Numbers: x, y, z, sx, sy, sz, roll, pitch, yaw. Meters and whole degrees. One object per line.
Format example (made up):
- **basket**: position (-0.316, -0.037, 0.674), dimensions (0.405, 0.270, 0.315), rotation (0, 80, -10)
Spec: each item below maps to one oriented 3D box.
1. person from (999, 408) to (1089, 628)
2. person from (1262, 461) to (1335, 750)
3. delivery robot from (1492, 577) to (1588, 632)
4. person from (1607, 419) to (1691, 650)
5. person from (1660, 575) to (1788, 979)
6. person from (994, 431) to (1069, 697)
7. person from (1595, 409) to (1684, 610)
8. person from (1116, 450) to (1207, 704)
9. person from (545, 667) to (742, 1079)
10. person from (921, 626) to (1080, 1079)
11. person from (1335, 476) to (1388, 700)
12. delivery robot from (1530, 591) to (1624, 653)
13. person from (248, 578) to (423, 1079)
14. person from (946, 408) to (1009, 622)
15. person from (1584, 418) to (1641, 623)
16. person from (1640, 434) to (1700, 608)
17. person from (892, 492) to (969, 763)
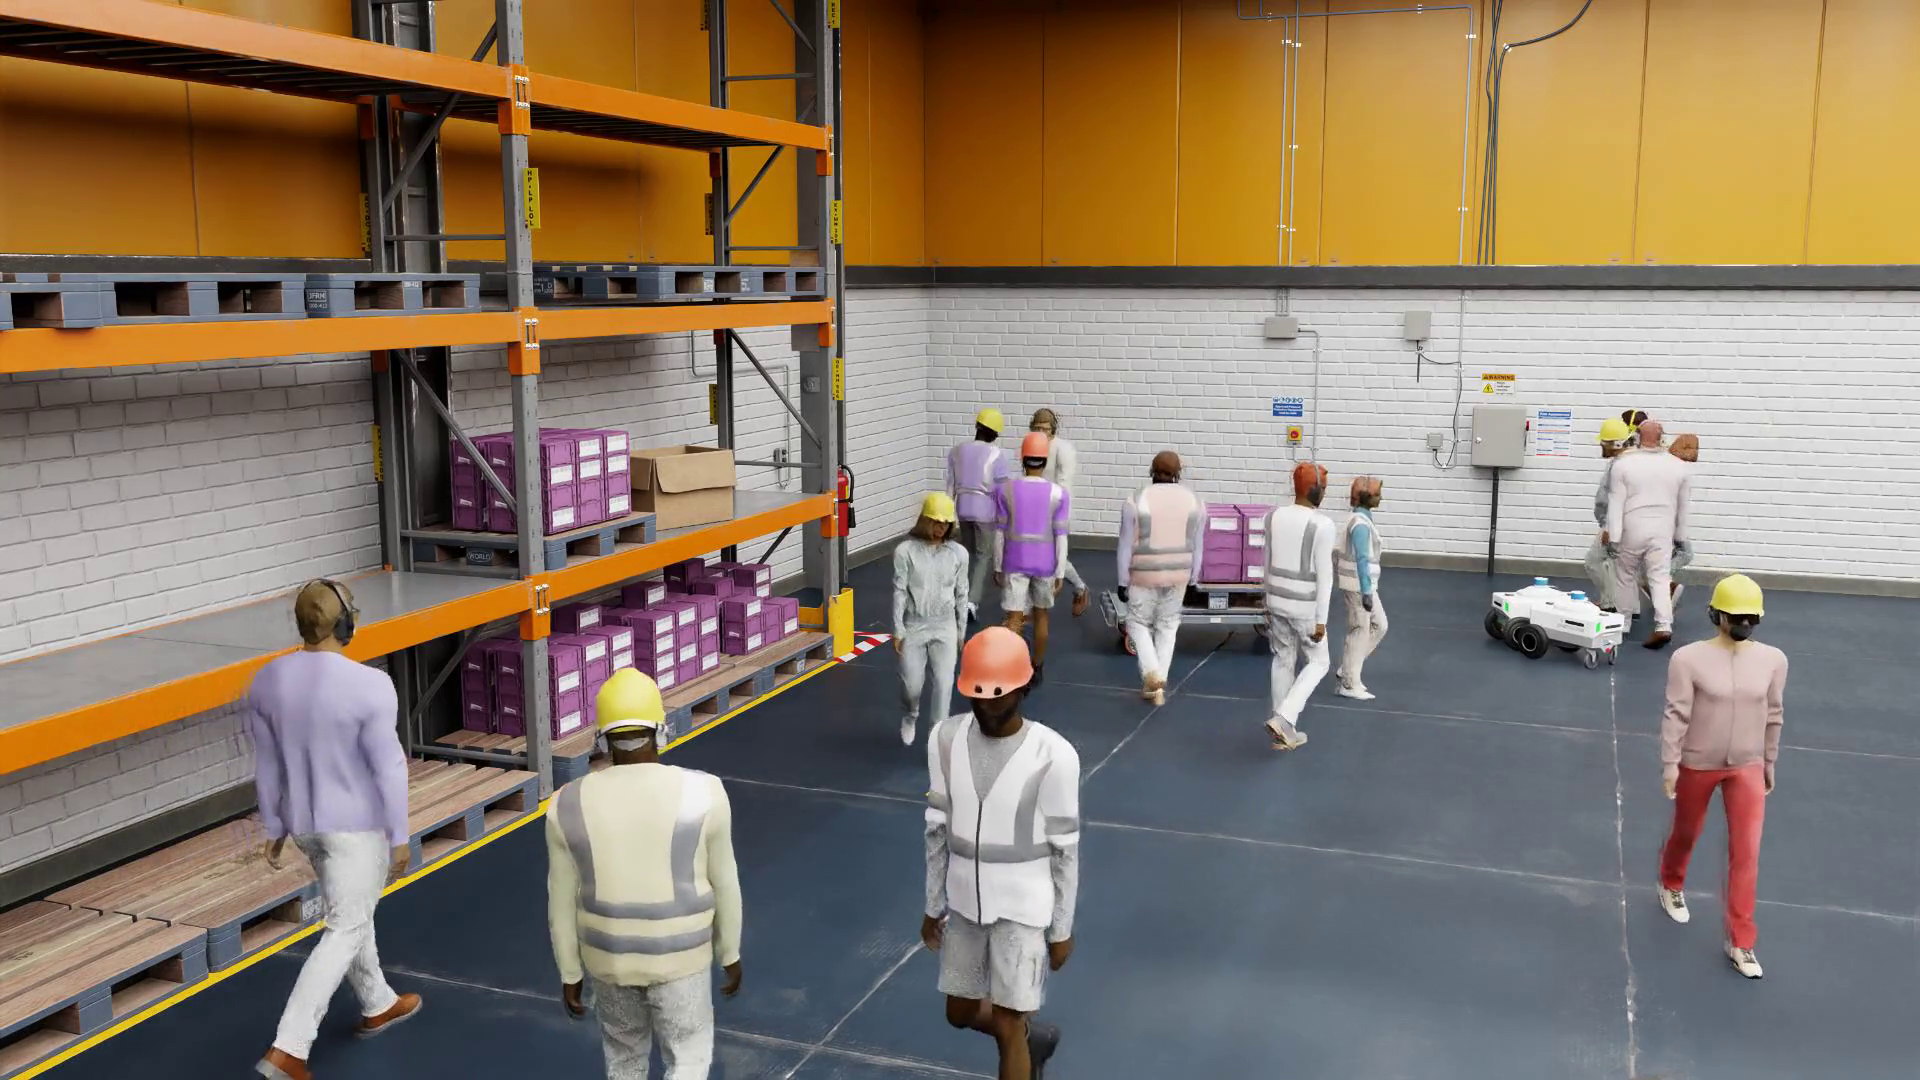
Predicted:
- **person**: position (0.770, -0.195, 14.335), dimensions (0.783, 1.913, 0.650), rotation (-7, 12, -38)
- **person**: position (2.117, 0.434, 10.547), dimensions (0.458, 1.873, 0.600), rotation (-8, 12, -41)
- **delivery robot**: position (4.751, 0.551, 13.616), dimensions (0.707, 0.478, 0.477), rotation (0, 9, -2)
- **person**: position (5.649, -0.051, 13.632), dimensions (0.675, 1.863, 0.934), rotation (1, 9, 6)
- **person**: position (3.417, 0.988, 7.507), dimensions (0.536, 1.725, 0.889), rotation (1, 9, 6)
- **person**: position (0.511, 0.179, 12.008), dimensions (0.550, 1.918, 0.819), rotation (0, 9, 2)
- **person**: position (6.055, -0.240, 14.821), dimensions (0.742, 1.850, 0.529), rotation (8, 12, 40)
- **person**: position (1.401, 0.276, 11.682), dimensions (0.639, 1.818, 0.470), rotation (-2, 9, -11)
- **person**: position (-0.997, 1.308, 5.223), dimensions (0.599, 1.809, 0.697), rotation (0, 9, 1)
- **person**: position (0.177, 1.195, 5.604), dimensions (0.545, 1.915, 0.648), rotation (5, 11, 31)
- **person**: position (2.886, 0.344, 11.863), dimensions (0.386, 1.620, 0.537), rotation (2, 9, 13)
- **delivery robot**: position (4.829, 0.644, 13.028), dimensions (0.477, 0.478, 0.707), rotation (-5, 10, -29)
- **person**: position (-2.402, 1.093, 6.308), dimensions (0.635, 1.908, 0.922), rotation (3, 10, 21)
- **person**: position (0.112, -0.222, 14.651), dimensions (0.602, 1.871, 0.732), rotation (6, 11, 33)
- **person**: position (5.680, -0.148, 14.393), dimensions (0.542, 1.800, 0.624), rotation (5, 10, 28)
- **person**: position (6.445, -0.159, 15.042), dimensions (0.385, 1.618, 0.511), rotation (1, 9, 8)
- **person**: position (-0.193, 0.543, 10.291), dimensions (0.499, 1.718, 0.526), rotation (-2, 9, -12)
